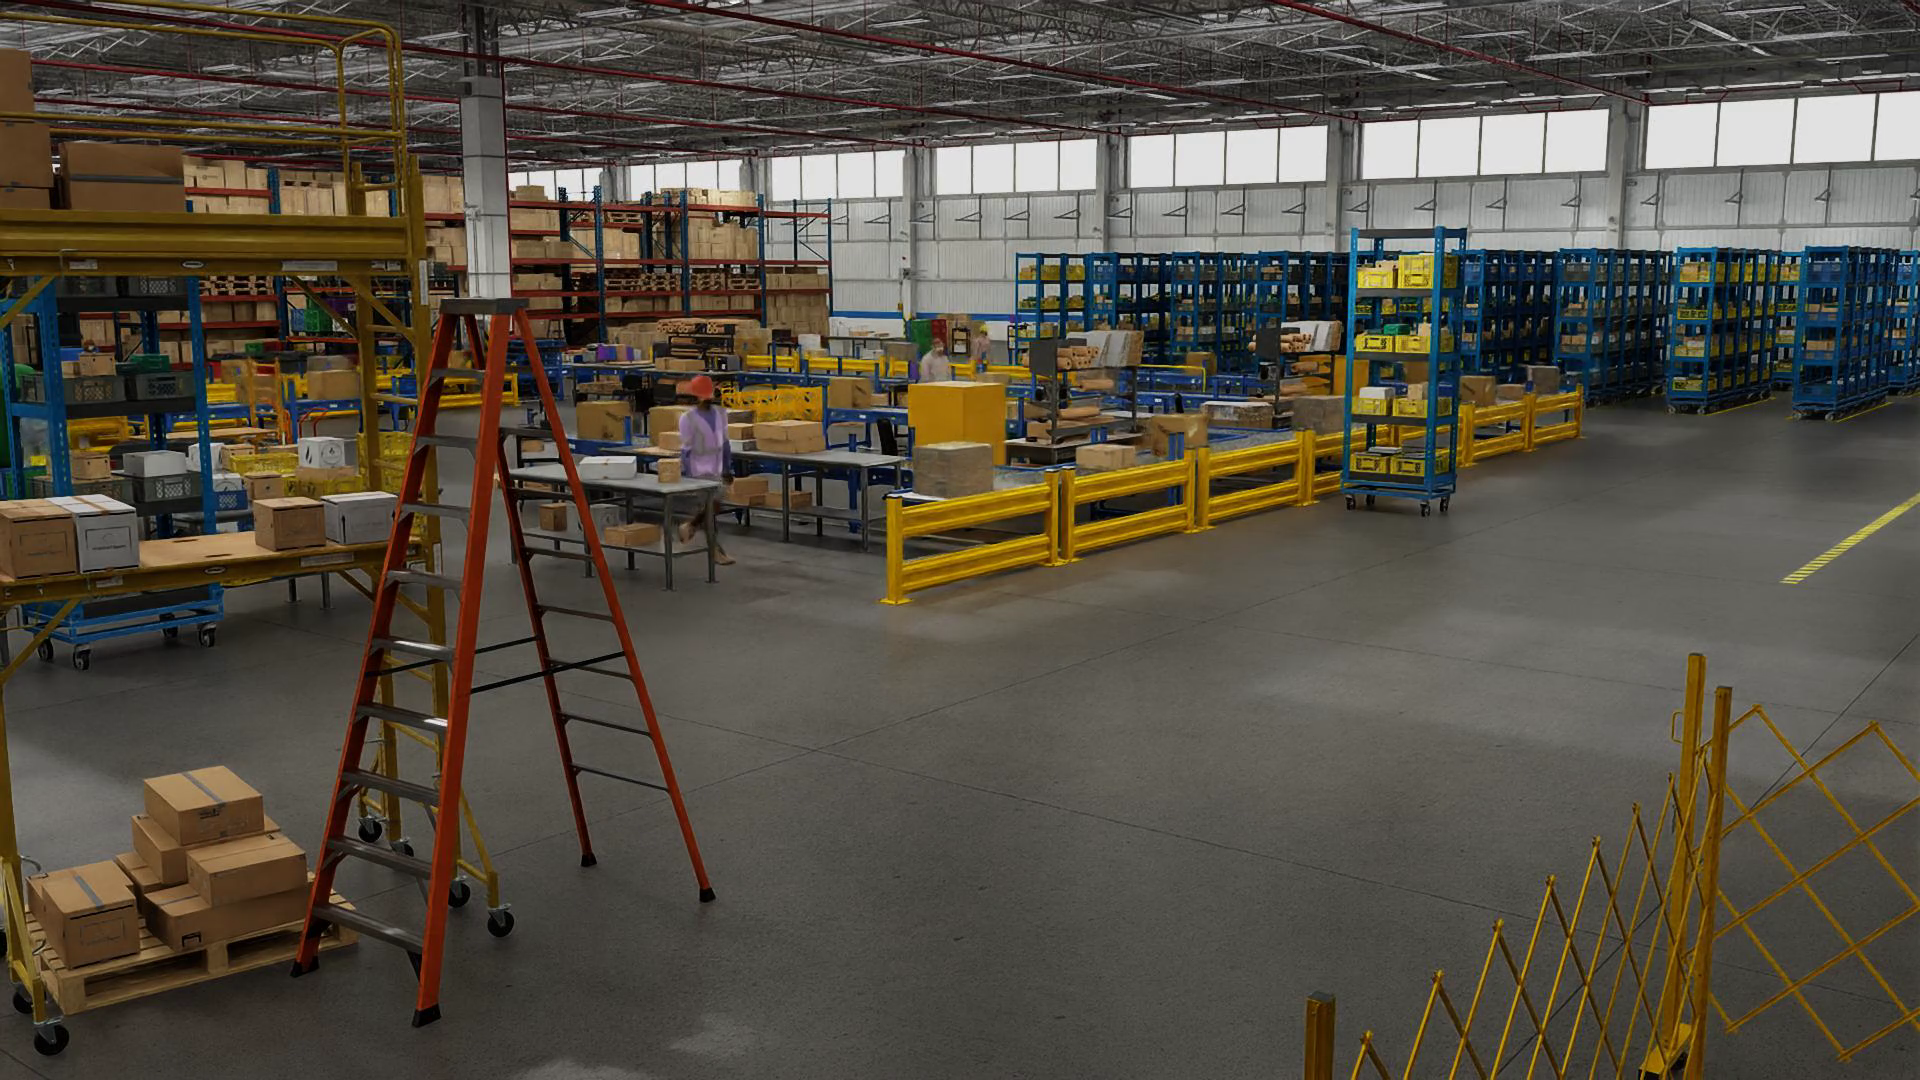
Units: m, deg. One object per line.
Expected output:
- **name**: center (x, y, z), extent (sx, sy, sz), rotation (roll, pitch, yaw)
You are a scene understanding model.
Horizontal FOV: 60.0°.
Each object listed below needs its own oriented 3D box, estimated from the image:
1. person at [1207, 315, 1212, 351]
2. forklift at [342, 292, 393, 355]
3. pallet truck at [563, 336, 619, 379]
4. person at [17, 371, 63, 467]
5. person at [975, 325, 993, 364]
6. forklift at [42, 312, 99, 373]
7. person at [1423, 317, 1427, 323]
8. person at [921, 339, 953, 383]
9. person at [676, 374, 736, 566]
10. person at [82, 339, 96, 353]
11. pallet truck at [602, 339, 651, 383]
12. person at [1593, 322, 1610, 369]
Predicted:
- **person**: center (7.406, -6.019, 50.414), extent (0.591, 1.974, 0.628), rotation (2, 9, 15)
- **forklift**: center (-16.485, -5.622, 45.120), extent (1.129, 2.768, 1.873), rotation (7, 11, 37)
- **pallet truck**: center (-10.690, -5.294, 48.215), extent (1.601, 1.201, 0.680), rotation (-5, 10, -26)
- **person**: center (-11.655, -1.241, 21.086), extent (0.603, 1.811, 0.439), rotation (0, 9, 2)
- **person**: center (0.593, -4.720, 43.097), extent (0.898, 1.722, 0.536), rotation (7, 12, 39)
- **forklift**: center (-23.779, -5.451, 44.052), extent (1.873, 2.768, 1.129), rotation (7, 11, 36)
- **person**: center (13.154, -5.390, 46.958), extent (0.591, 1.824, 0.404), rotation (1, 9, 6)
- **person**: center (-0.337, -2.708, 30.139), extent (0.867, 1.849, 0.718), rotation (7, 11, 36)
- **person**: center (-2.706, -0.743, 17.377), extent (0.767, 2.013, 0.642), rotation (7, 11, 37)
- **person**: center (-18.660, -3.493, 35.712), extent (0.287, 1.631, 0.501), rotation (2, 9, 13)
- **pallet truck**: center (-8.991, -4.871, 45.351), extent (0.653, 1.274, 1.630), rotation (7, 11, 37)
- **person**: center (16.825, -4.866, 43.748), extent (0.902, 1.810, 0.579), rotation (7, 11, 36)
